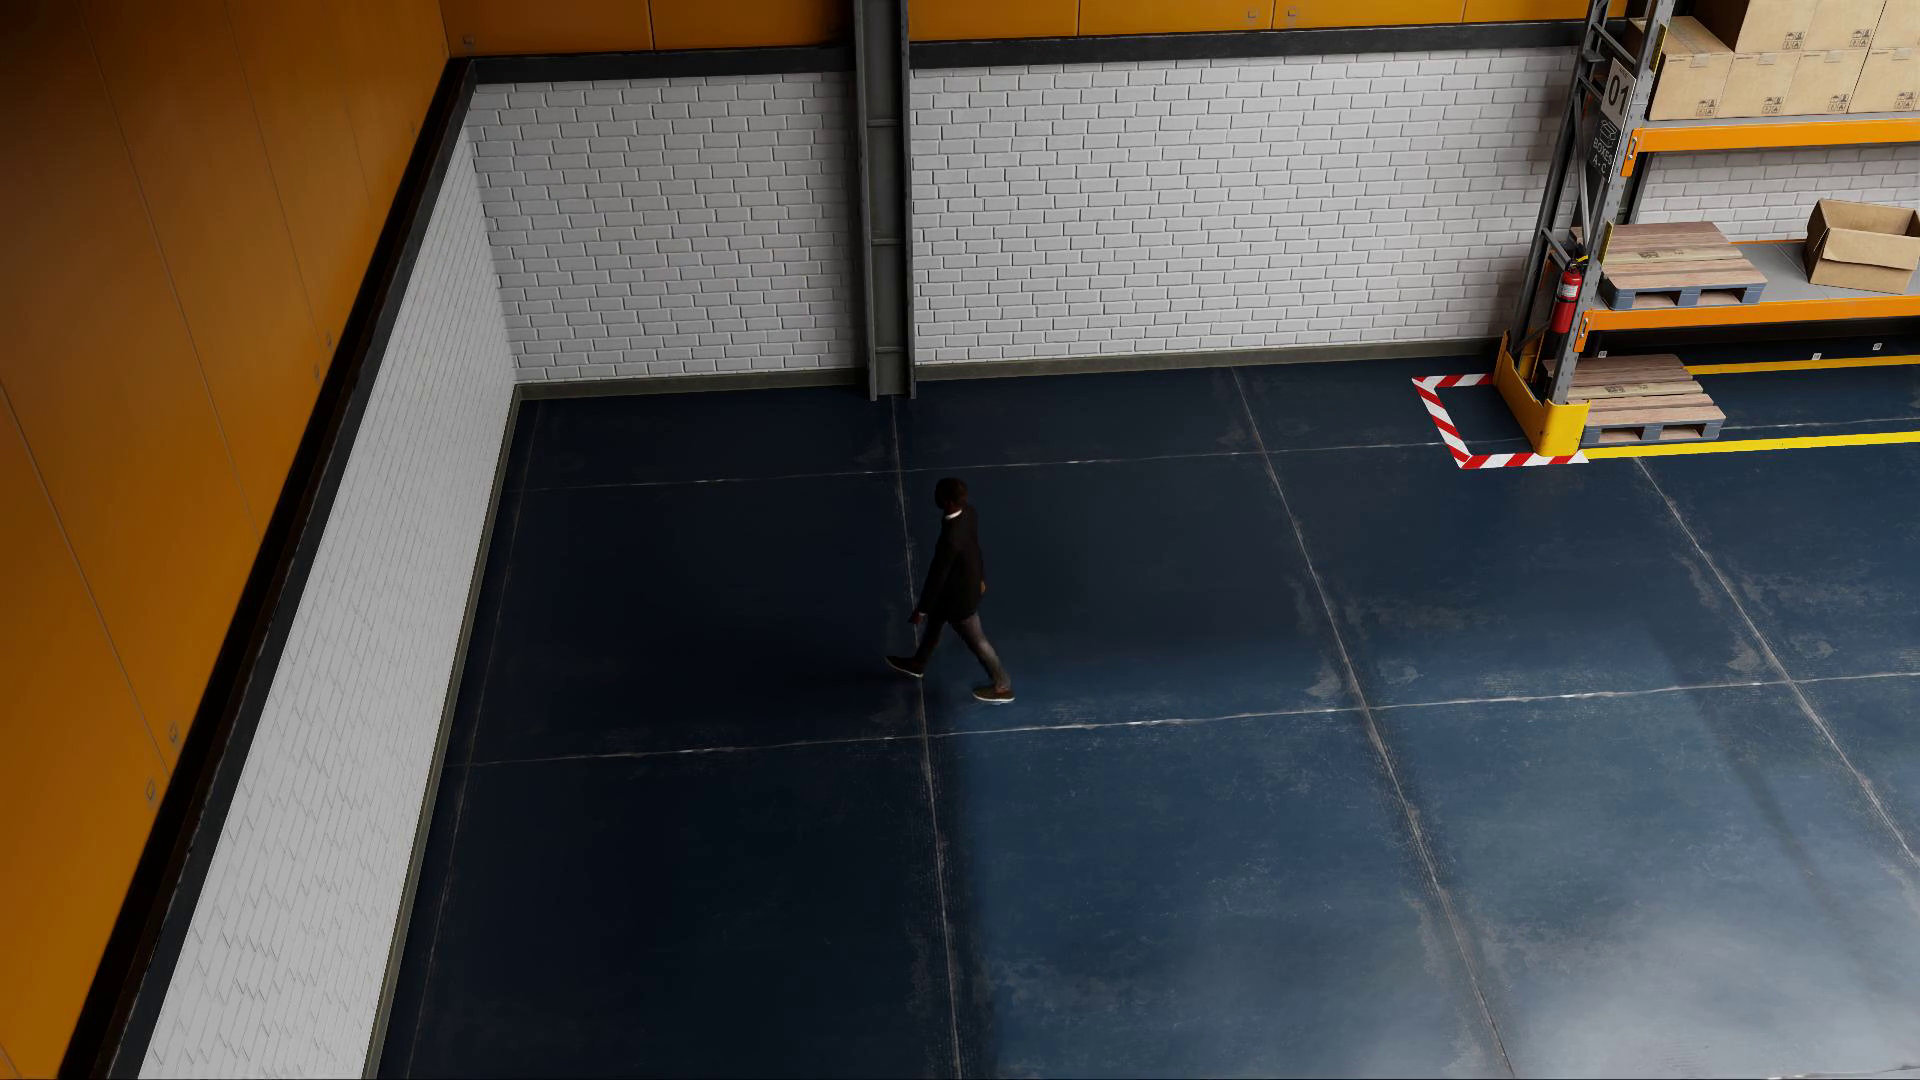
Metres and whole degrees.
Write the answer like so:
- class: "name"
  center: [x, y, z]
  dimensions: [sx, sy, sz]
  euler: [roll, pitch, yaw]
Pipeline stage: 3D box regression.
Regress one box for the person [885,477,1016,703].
- class: "person"
  center: [0.083, 0.388, 10.832]
  dimensions: [1.231, 1.751, 0.877]
  euler: [6, 39, 8]
